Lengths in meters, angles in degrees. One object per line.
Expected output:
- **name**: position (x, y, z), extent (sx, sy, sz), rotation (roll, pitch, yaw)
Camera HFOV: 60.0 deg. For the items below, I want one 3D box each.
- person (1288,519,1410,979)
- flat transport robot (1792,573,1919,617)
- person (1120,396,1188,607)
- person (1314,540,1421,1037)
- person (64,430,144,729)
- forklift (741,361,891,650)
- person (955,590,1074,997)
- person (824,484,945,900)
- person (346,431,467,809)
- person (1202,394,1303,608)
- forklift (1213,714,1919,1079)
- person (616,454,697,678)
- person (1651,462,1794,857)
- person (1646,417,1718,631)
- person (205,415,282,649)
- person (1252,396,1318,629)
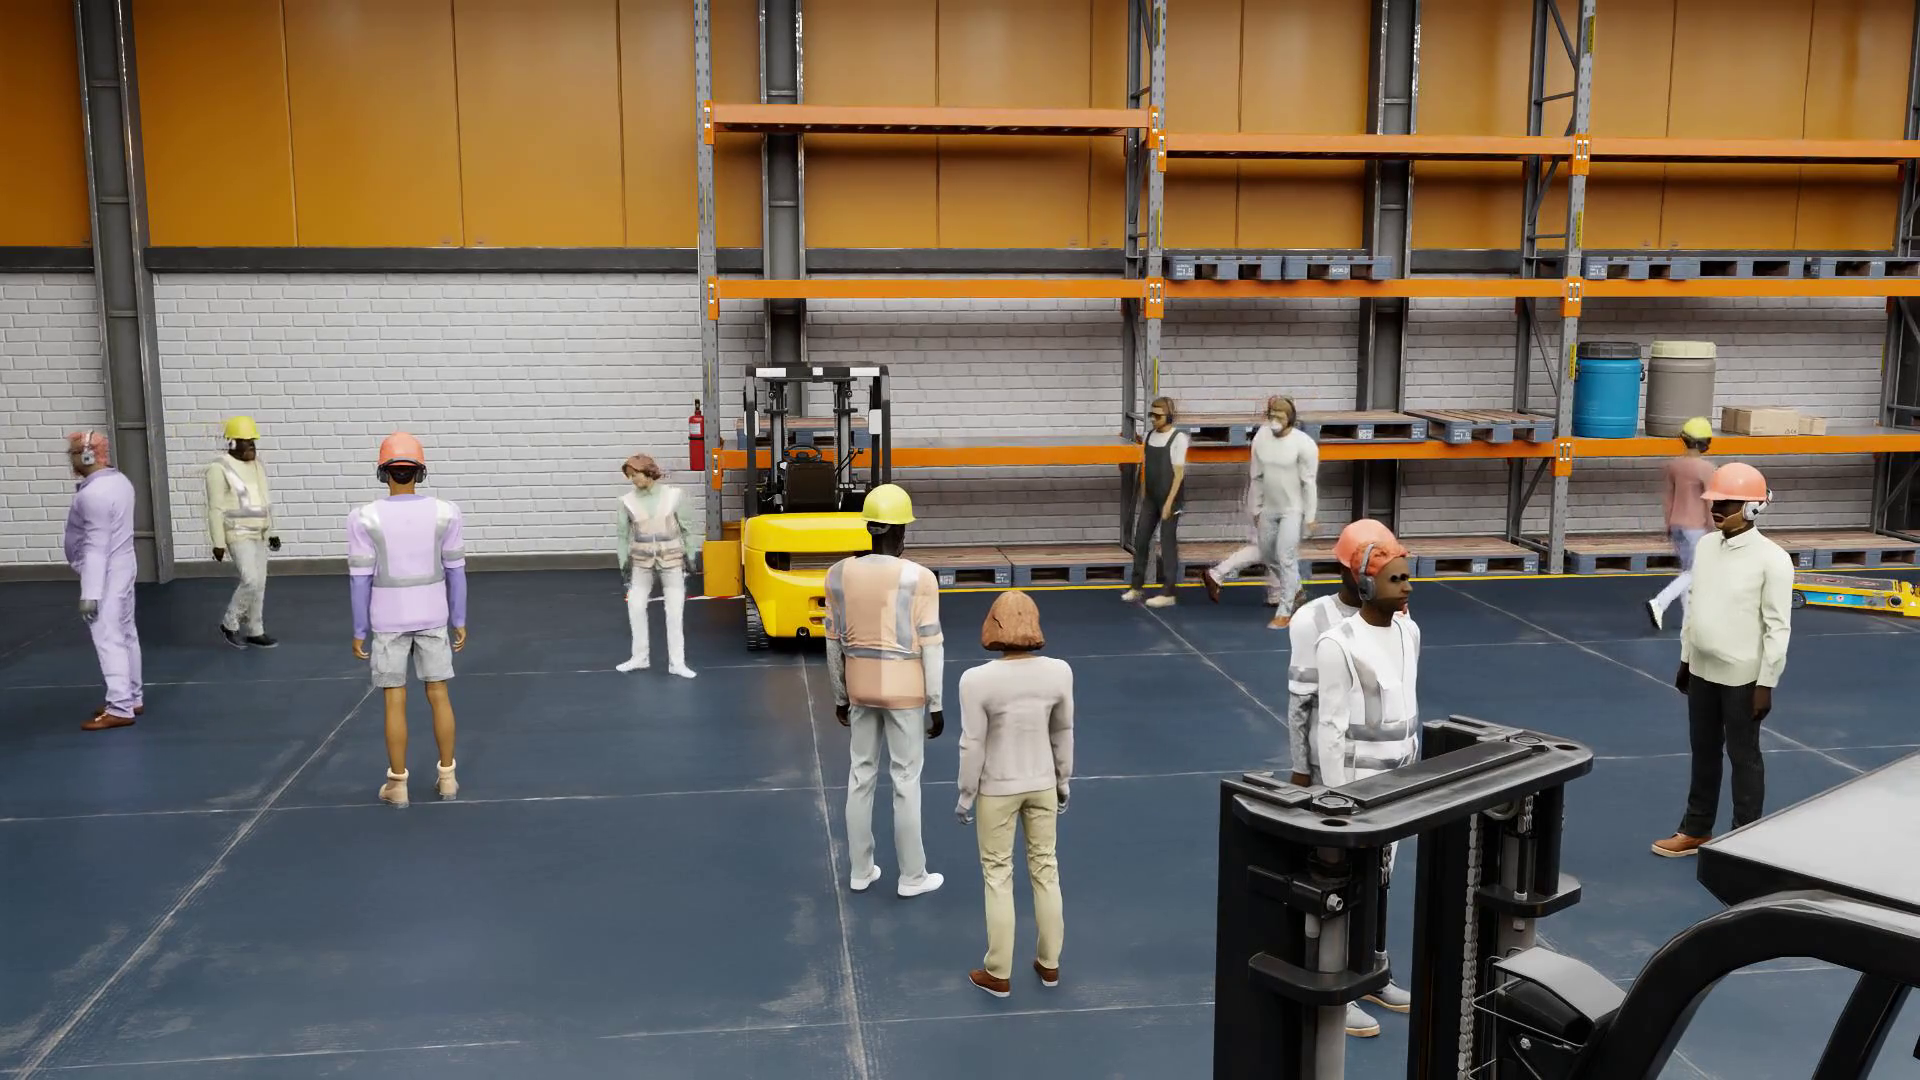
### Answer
- **person**: position (1.582, 0.855, 6.708), extent (0.548, 1.937, 0.379), rotation (-4, 10, -21)
- **flat transport robot**: position (7.612, 0.450, 14.419), extent (1.431, 0.197, 0.652), rotation (5, 10, 28)
- **person**: position (1.706, -0.330, 14.433), extent (0.461, 1.832, 0.527), rotation (-9, 12, -43)
- **person**: position (1.578, 0.933, 6.388), extent (0.574, 1.884, 0.356), rotation (-9, 13, -43)
- **person**: position (-5.477, 0.244, 10.619), extent (0.404, 1.909, 0.645), rotation (-2, 9, -12)
- **forklift**: position (-1.154, -0.340, 13.365), extent (1.214, 2.155, 2.313), rotation (-1, 9, -7)
- **person**: position (0.221, 1.011, 6.675), extent (0.507, 1.631, 0.266), rotation (-4, 10, -23)
- **person**: position (-0.339, 0.701, 7.696), extent (0.586, 1.928, 0.364), rotation (4, 10, 23)
- **person**: position (-2.995, 0.429, 9.032), extent (0.615, 2.041, 0.376), rotation (-5, 11, -30)
- **person**: position (2.540, -0.322, 14.272), extent (0.785, 1.881, 0.663), rotation (2, 9, 15)
- **forklift**: position (1.441, 1.425, 2.350), extent (1.214, 2.155, 2.313), rotation (-7, 12, -39)
- **person**: position (-2.187, 0.187, 11.865), extent (0.664, 1.620, 0.340), rotation (0, 9, 1)
- **person**: position (3.679, 0.620, 7.990), extent (0.379, 1.995, 0.611), rotation (-3, 10, -17)
- **person**: position (5.818, -0.112, 13.338), extent (0.693, 1.751, 0.536), rotation (-3, 9, -16)
- **person**: position (-5.452, -0.050, 12.733), extent (0.423, 1.819, 0.598), rotation (2, 9, 11)
- **person**: position (2.721, -0.236, 13.627), extent (0.696, 1.913, 0.655), rotation (-7, 12, -38)
